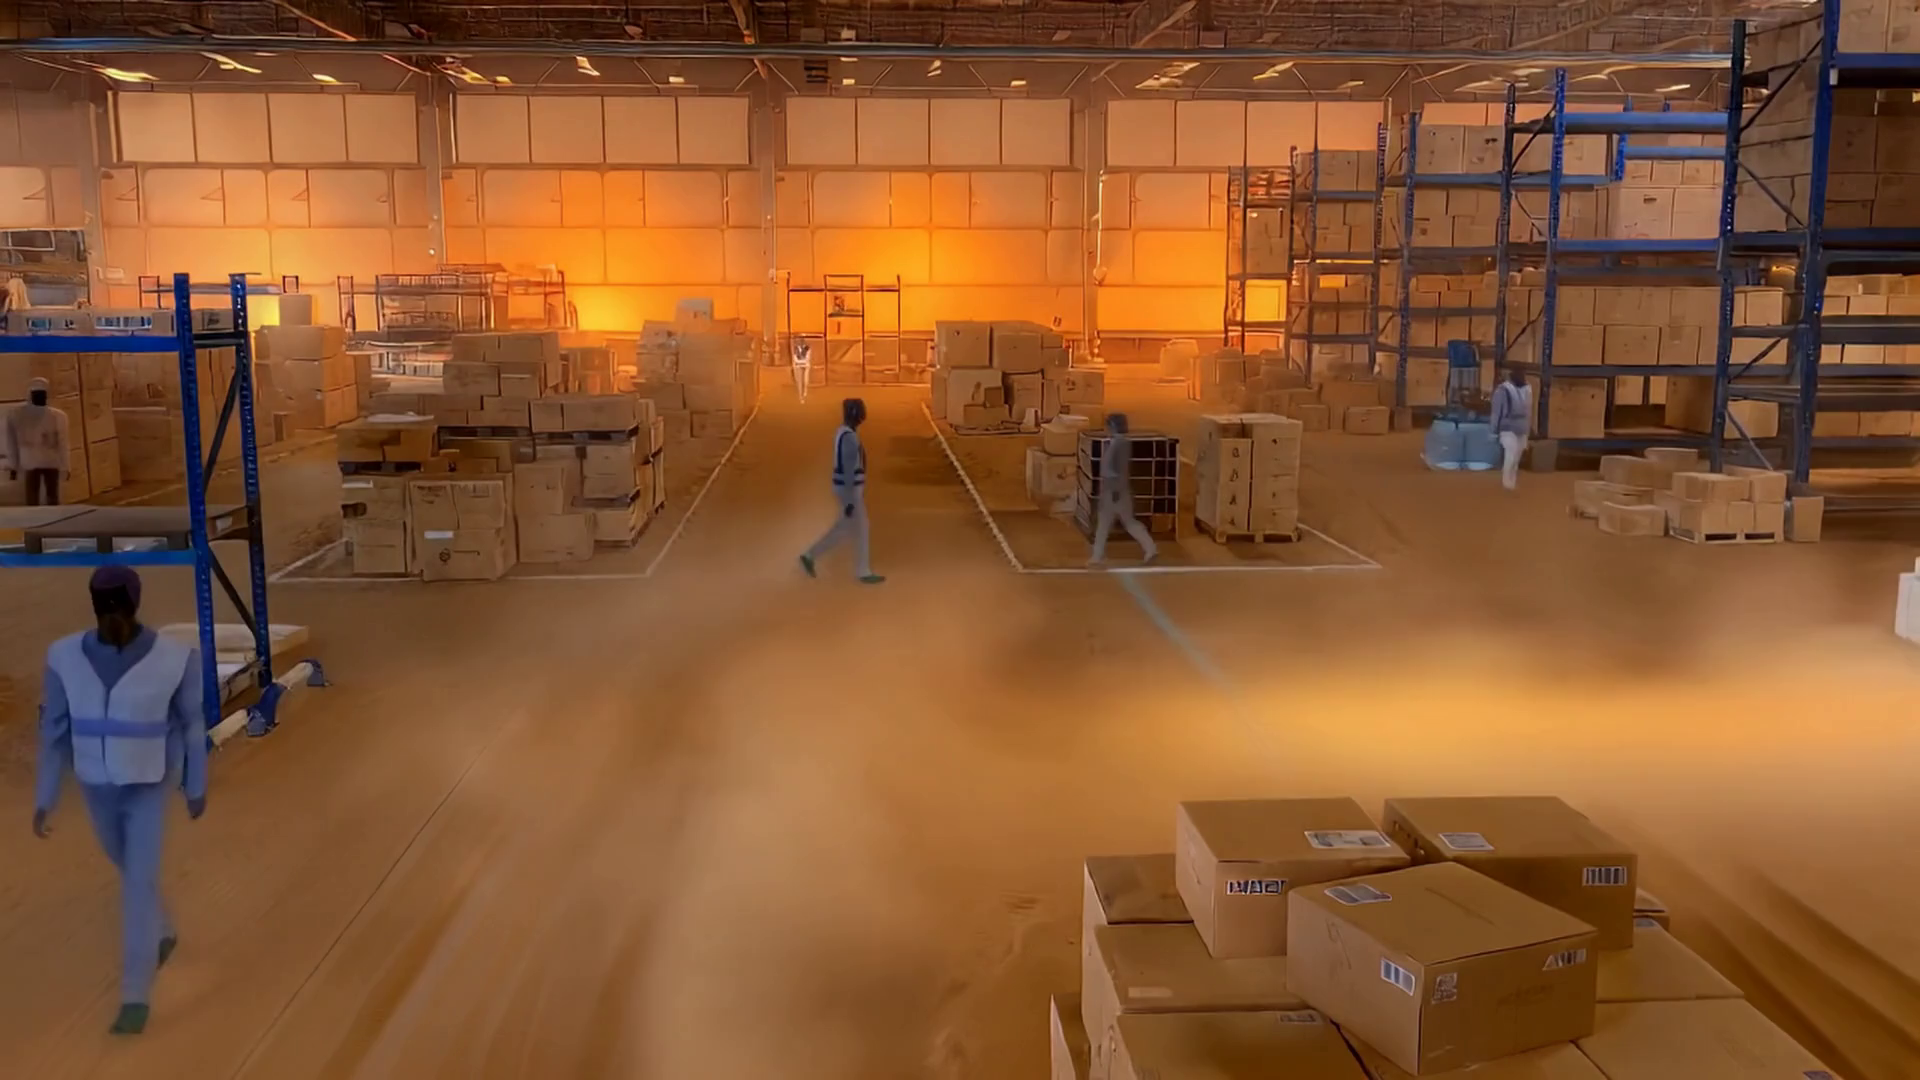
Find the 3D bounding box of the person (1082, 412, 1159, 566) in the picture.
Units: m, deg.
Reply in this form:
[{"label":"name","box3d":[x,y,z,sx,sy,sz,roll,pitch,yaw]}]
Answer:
[{"label":"person","box3d":[1.684,-0.530,17.312,0.769,1.611,0.511,-4,10,-23]}]

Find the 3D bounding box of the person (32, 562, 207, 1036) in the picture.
[{"label":"person","box3d":[-3.456,1.009,6.893,0.595,1.868,1.021,-1,9,-4]}]

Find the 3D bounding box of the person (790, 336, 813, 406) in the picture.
[{"label":"person","box3d":[-3.715,-3.971,38.948,0.508,1.605,0.829,-2,9,-13]}]

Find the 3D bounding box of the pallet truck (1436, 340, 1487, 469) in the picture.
[{"label":"pallet truck","box3d":[8.004,-2.170,26.422,0.823,1.965,1.885,2,9,14]}]

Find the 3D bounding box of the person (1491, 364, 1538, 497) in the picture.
[{"label":"person","box3d":[7.555,-1.468,22.544,0.655,1.820,0.549,-3,10,-20]}]

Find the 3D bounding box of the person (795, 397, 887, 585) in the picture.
[{"label":"person","box3d":[-1.164,-0.461,16.145,0.817,1.862,0.585,-2,9,-13]}]

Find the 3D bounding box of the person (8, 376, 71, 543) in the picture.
[{"label":"person","box3d":[-10.171,-0.854,18.405,0.615,1.913,0.449,-2,9,-14]}]
